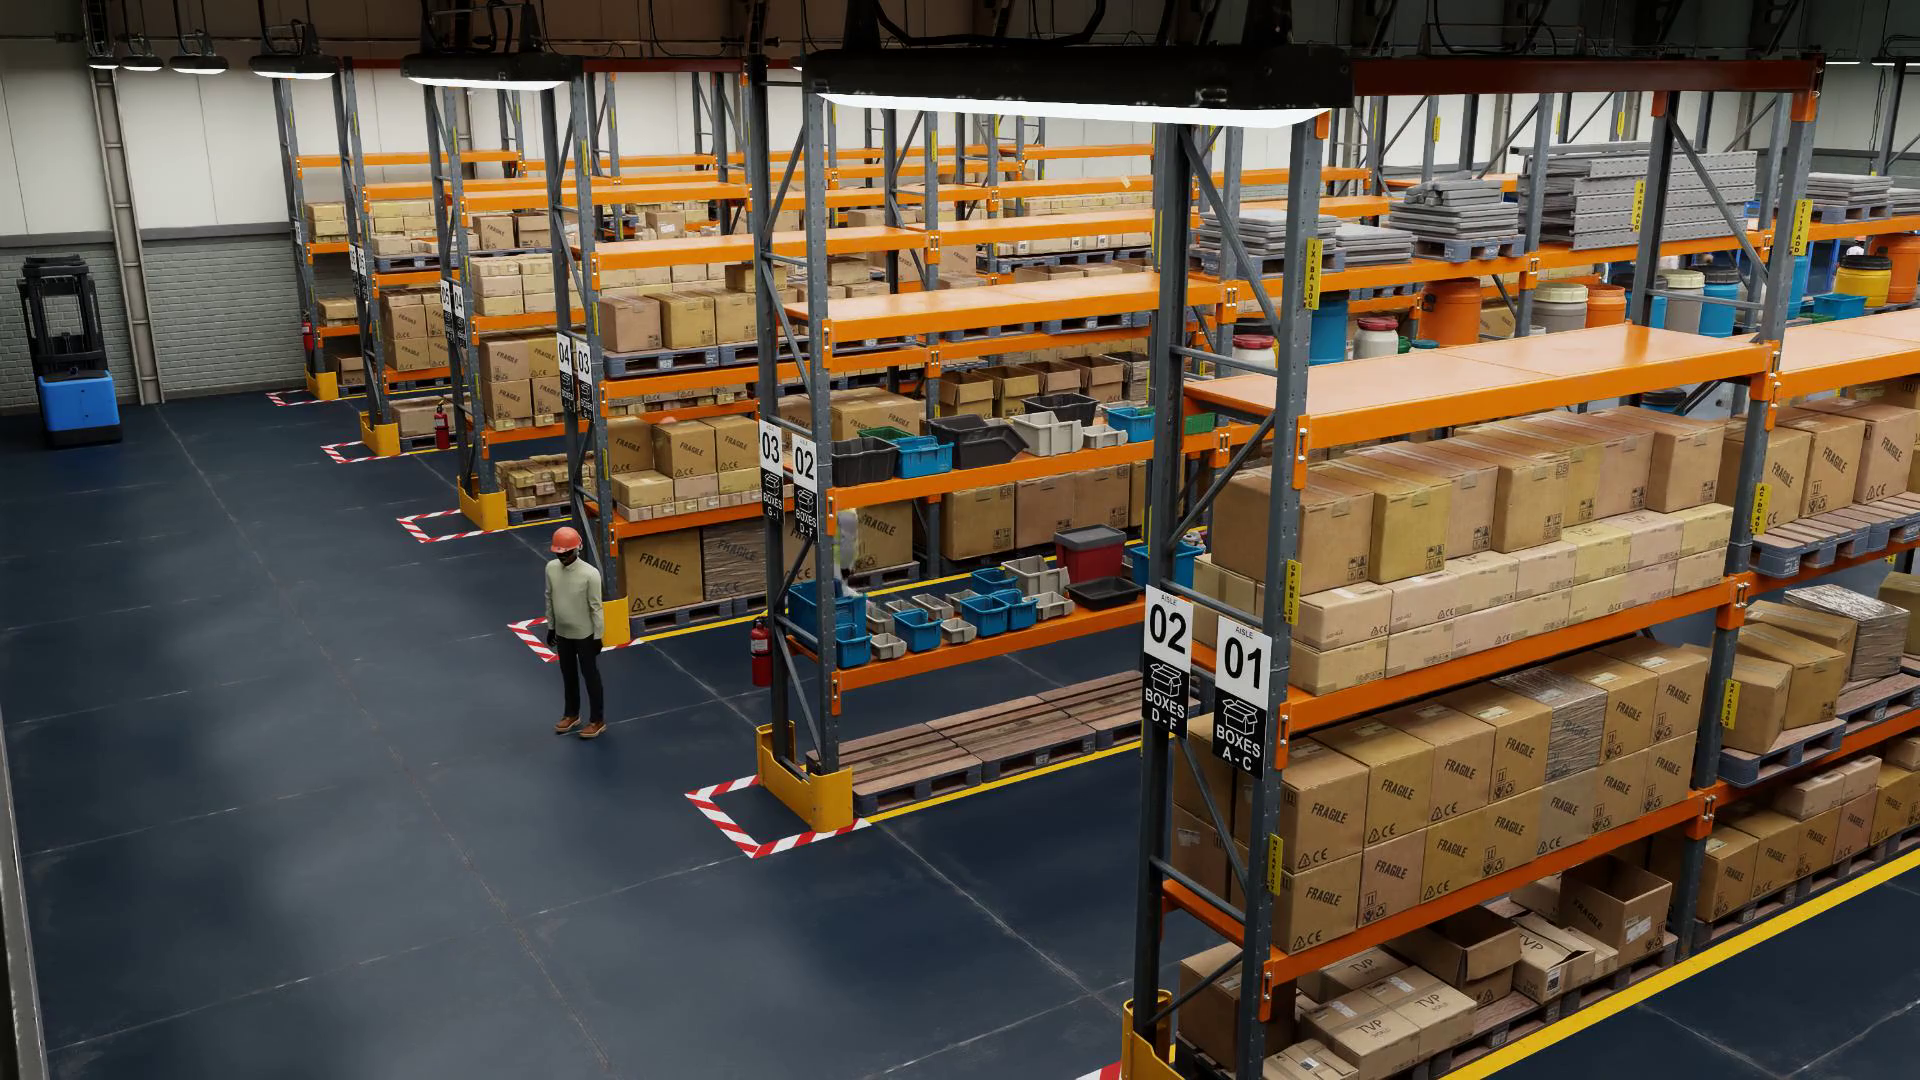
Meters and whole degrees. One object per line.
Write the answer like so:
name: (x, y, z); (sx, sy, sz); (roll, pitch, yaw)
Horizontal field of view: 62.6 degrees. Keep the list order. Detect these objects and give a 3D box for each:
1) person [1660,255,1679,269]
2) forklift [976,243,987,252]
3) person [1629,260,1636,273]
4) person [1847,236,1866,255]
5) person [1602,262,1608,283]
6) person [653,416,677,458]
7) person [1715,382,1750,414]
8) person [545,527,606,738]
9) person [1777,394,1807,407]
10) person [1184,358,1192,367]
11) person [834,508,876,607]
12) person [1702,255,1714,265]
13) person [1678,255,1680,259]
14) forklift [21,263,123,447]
person: (17.036, -6.319, 37.977); (0.477, 1.872, 0.693); (-1, 17, -2)
forklift: (0.988, -5.474, 34.718); (1.214, 2.155, 2.313); (-10, 20, -31)
person: (14.748, -5.230, 34.316); (0.620, 1.917, 0.548); (1, 17, 2)
person: (21.801, -6.500, 38.443); (0.360, 1.939, 0.543); (-3, 17, -10)
person: (17.803, -8.049, 43.658); (0.520, 1.865, 0.317); (-8, 19, -23)
person: (-3.430, -0.519, 18.825); (0.350, 1.942, 0.545); (-12, 21, -34)
person: (11.985, -2.196, 24.262); (0.616, 1.973, 1.094); (-9, 19, -26)
person: (-3.509, 0.825, 14.351); (0.617, 1.987, 0.407); (9, 19, 27)
person: (11.828, -1.681, 22.740); (0.552, 1.890, 0.941); (14, 22, 39)
person: (3.438, -1.978, 24.128); (0.265, 1.632, 0.507); (-13, 21, -36)
person: (-1.221, 0.174, 16.764); (0.598, 1.827, 0.632); (-6, 18, -20)
person: (17.530, -5.897, 37.053); (0.884, 1.584, 0.526); (3, 17, 10)
person: (19.225, -7.664, 42.164); (0.611, 1.995, 0.375); (13, 21, 36)
forklift: (-14.518, -3.079, 25.708); (1.129, 2.768, 1.873); (-10, 20, -31)
